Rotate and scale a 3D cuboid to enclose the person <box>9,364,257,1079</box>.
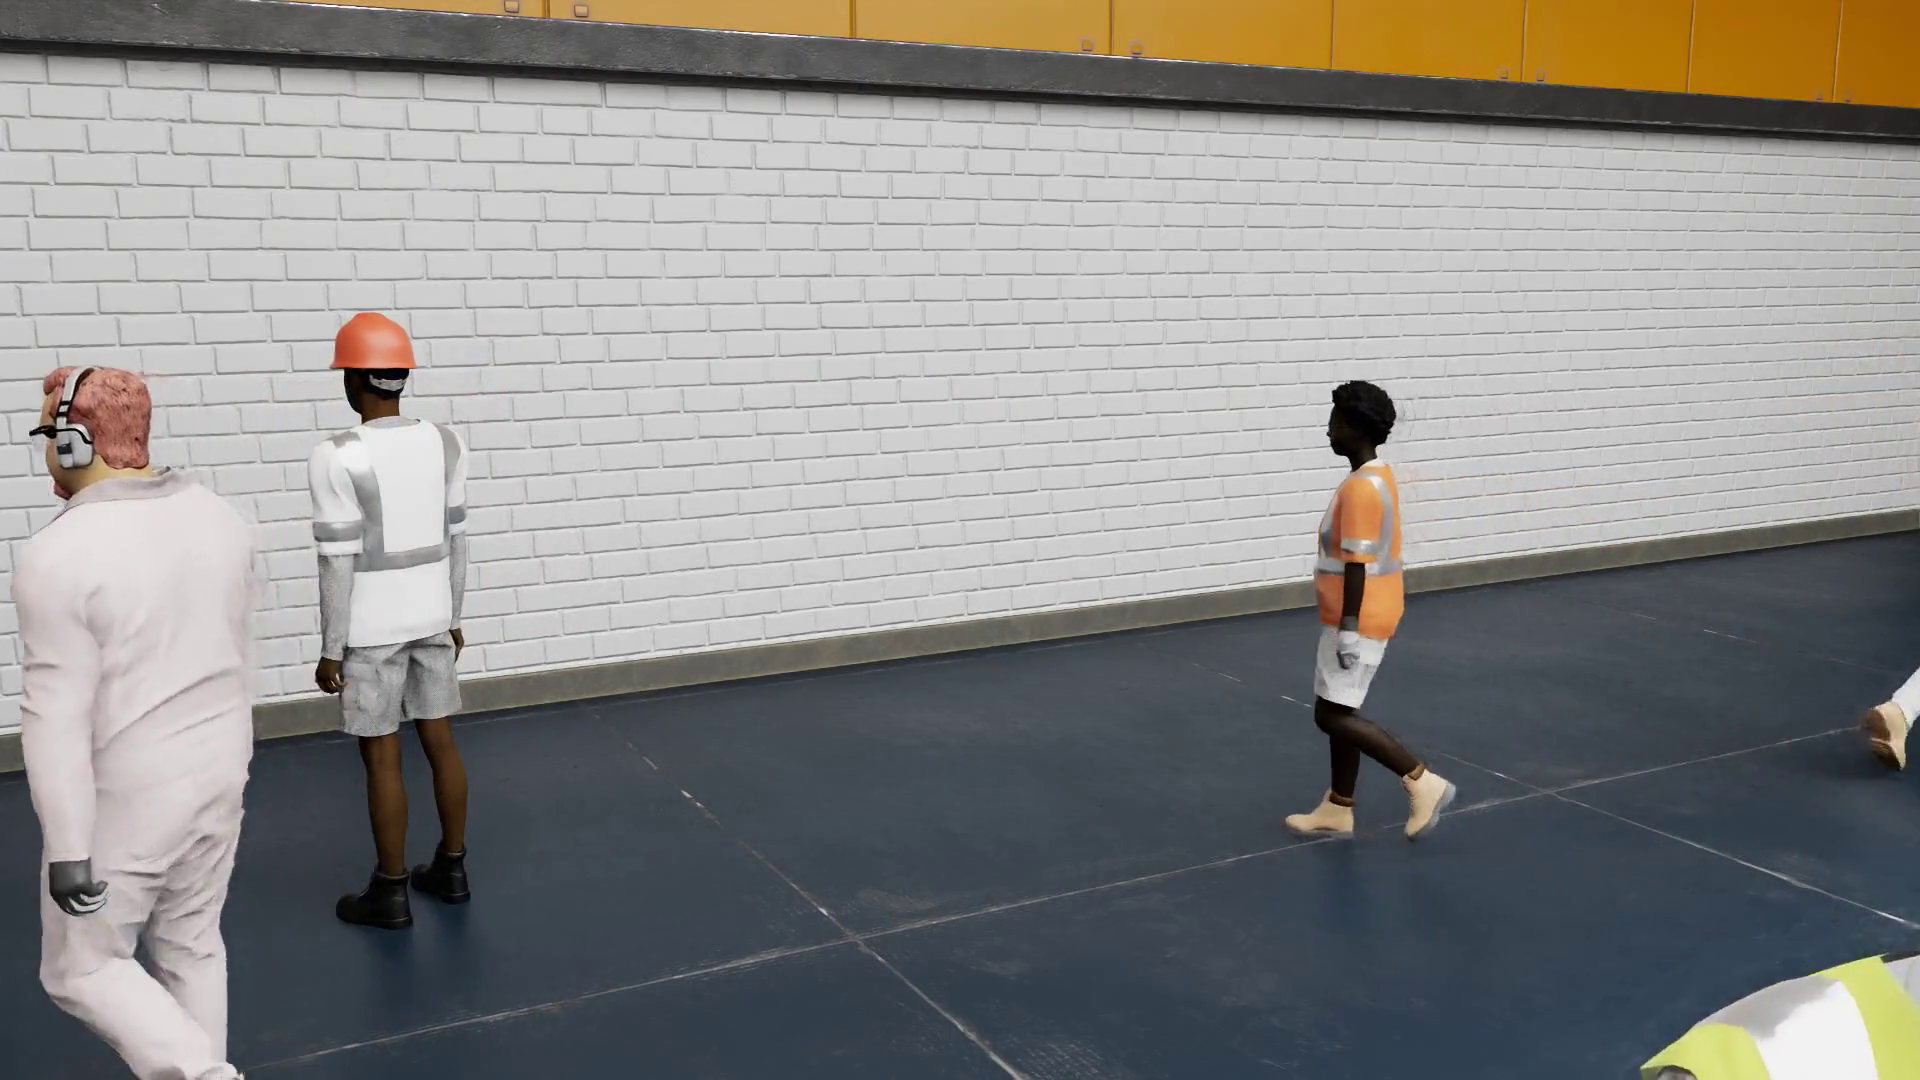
[{"bbox_3d":[-1.768,0.557,3.686,0.513,1.890,0.653,3,10,16],"label":"person"}]

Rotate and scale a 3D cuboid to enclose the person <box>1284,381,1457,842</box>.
[{"bbox_3d":[1.456,0.278,5.869,0.521,1.677,0.540,3,10,18],"label":"person"}]

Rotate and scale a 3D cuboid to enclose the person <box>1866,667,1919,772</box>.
[{"bbox_3d":[4.063,0.094,6.538,0.751,1.817,0.633,-1,10,-7],"label":"person"}]

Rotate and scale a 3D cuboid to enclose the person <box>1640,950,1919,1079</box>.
[{"bbox_3d":[0.810,1.002,1.283,0.658,1.827,0.481,0,10,-1],"label":"person"}]

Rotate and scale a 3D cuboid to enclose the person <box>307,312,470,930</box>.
[{"bbox_3d":[-1.802,0.258,5.256,0.360,1.938,0.546,6,12,33],"label":"person"}]
